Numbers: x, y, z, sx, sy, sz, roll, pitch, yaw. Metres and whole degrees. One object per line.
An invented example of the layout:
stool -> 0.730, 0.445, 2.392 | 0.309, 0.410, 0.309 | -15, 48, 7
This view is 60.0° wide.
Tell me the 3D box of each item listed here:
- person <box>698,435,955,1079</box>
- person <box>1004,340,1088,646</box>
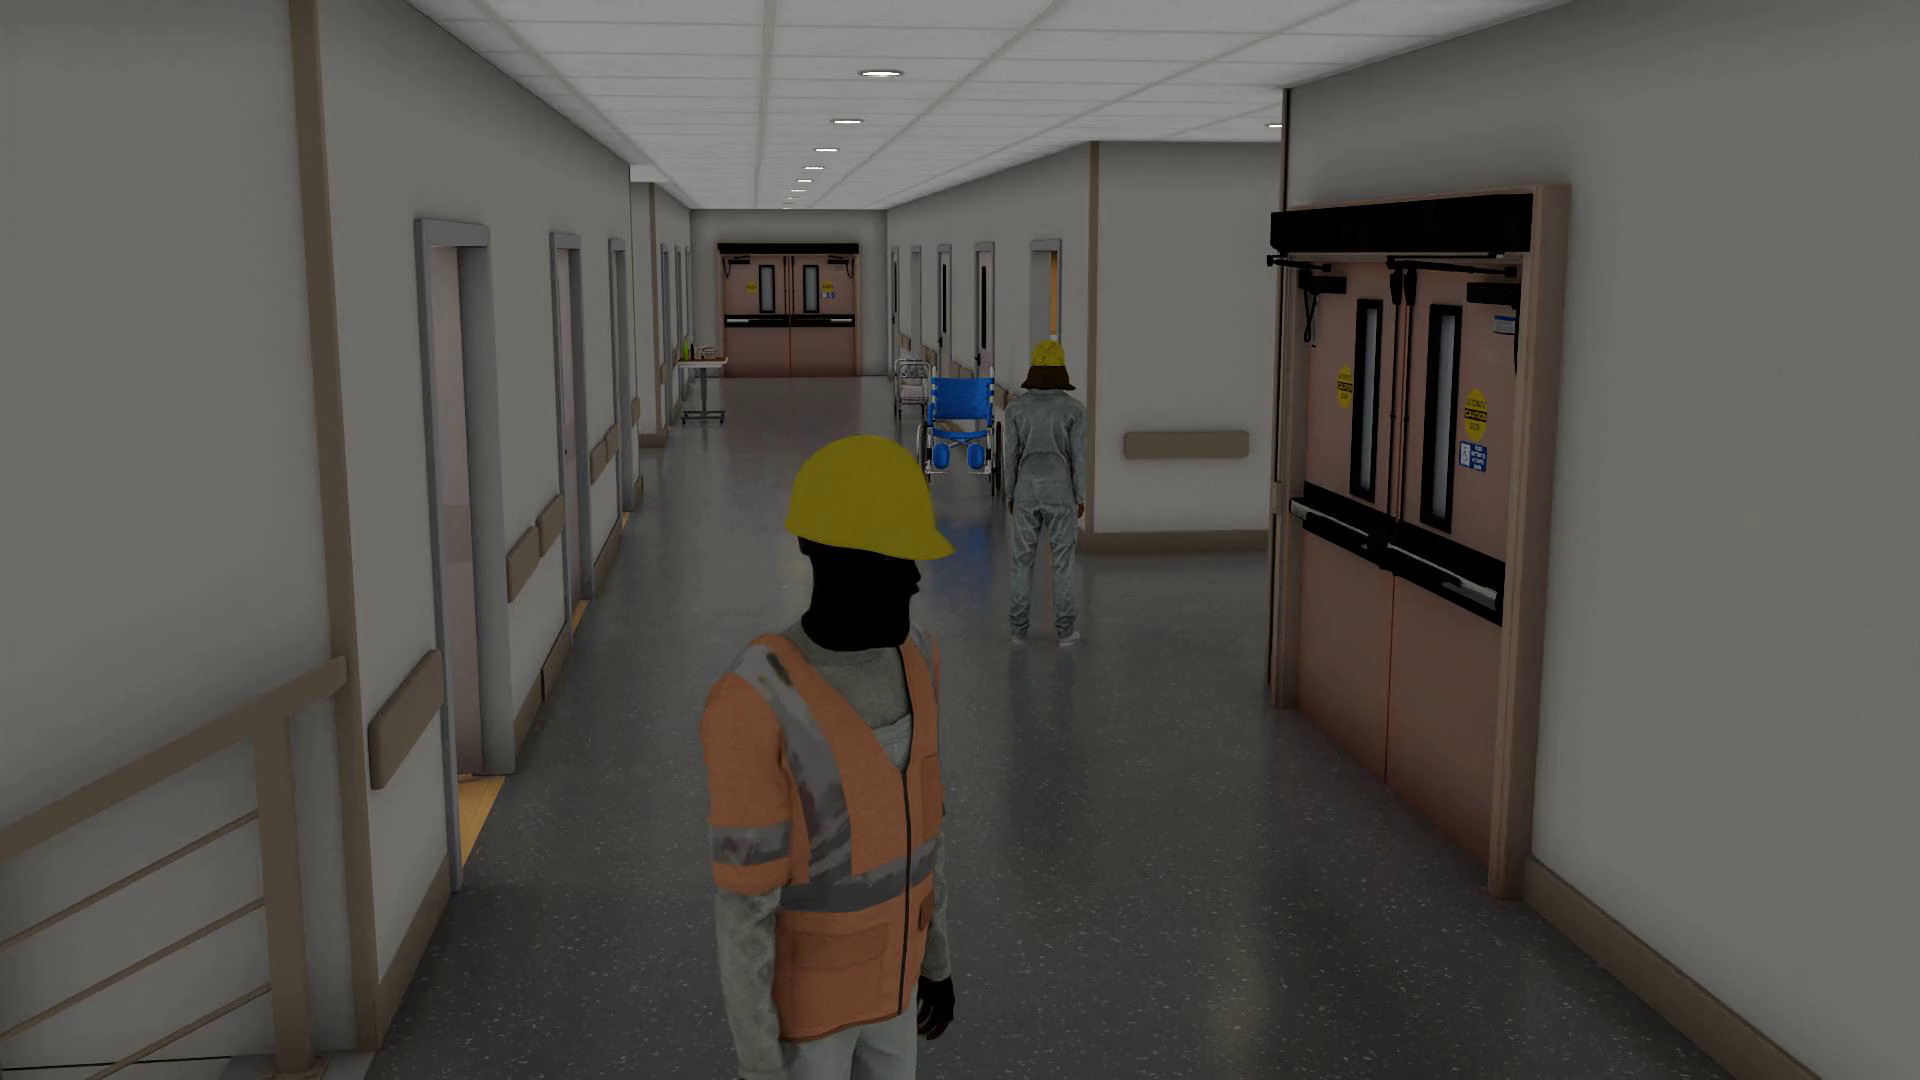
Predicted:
person -> -0.190, 0.770, 2.915 | 0.398, 1.920, 0.586 | 6, 12, 32
person -> 0.492, -0.268, 9.497 | 0.483, 1.735, 0.340 | 3, 10, 16
